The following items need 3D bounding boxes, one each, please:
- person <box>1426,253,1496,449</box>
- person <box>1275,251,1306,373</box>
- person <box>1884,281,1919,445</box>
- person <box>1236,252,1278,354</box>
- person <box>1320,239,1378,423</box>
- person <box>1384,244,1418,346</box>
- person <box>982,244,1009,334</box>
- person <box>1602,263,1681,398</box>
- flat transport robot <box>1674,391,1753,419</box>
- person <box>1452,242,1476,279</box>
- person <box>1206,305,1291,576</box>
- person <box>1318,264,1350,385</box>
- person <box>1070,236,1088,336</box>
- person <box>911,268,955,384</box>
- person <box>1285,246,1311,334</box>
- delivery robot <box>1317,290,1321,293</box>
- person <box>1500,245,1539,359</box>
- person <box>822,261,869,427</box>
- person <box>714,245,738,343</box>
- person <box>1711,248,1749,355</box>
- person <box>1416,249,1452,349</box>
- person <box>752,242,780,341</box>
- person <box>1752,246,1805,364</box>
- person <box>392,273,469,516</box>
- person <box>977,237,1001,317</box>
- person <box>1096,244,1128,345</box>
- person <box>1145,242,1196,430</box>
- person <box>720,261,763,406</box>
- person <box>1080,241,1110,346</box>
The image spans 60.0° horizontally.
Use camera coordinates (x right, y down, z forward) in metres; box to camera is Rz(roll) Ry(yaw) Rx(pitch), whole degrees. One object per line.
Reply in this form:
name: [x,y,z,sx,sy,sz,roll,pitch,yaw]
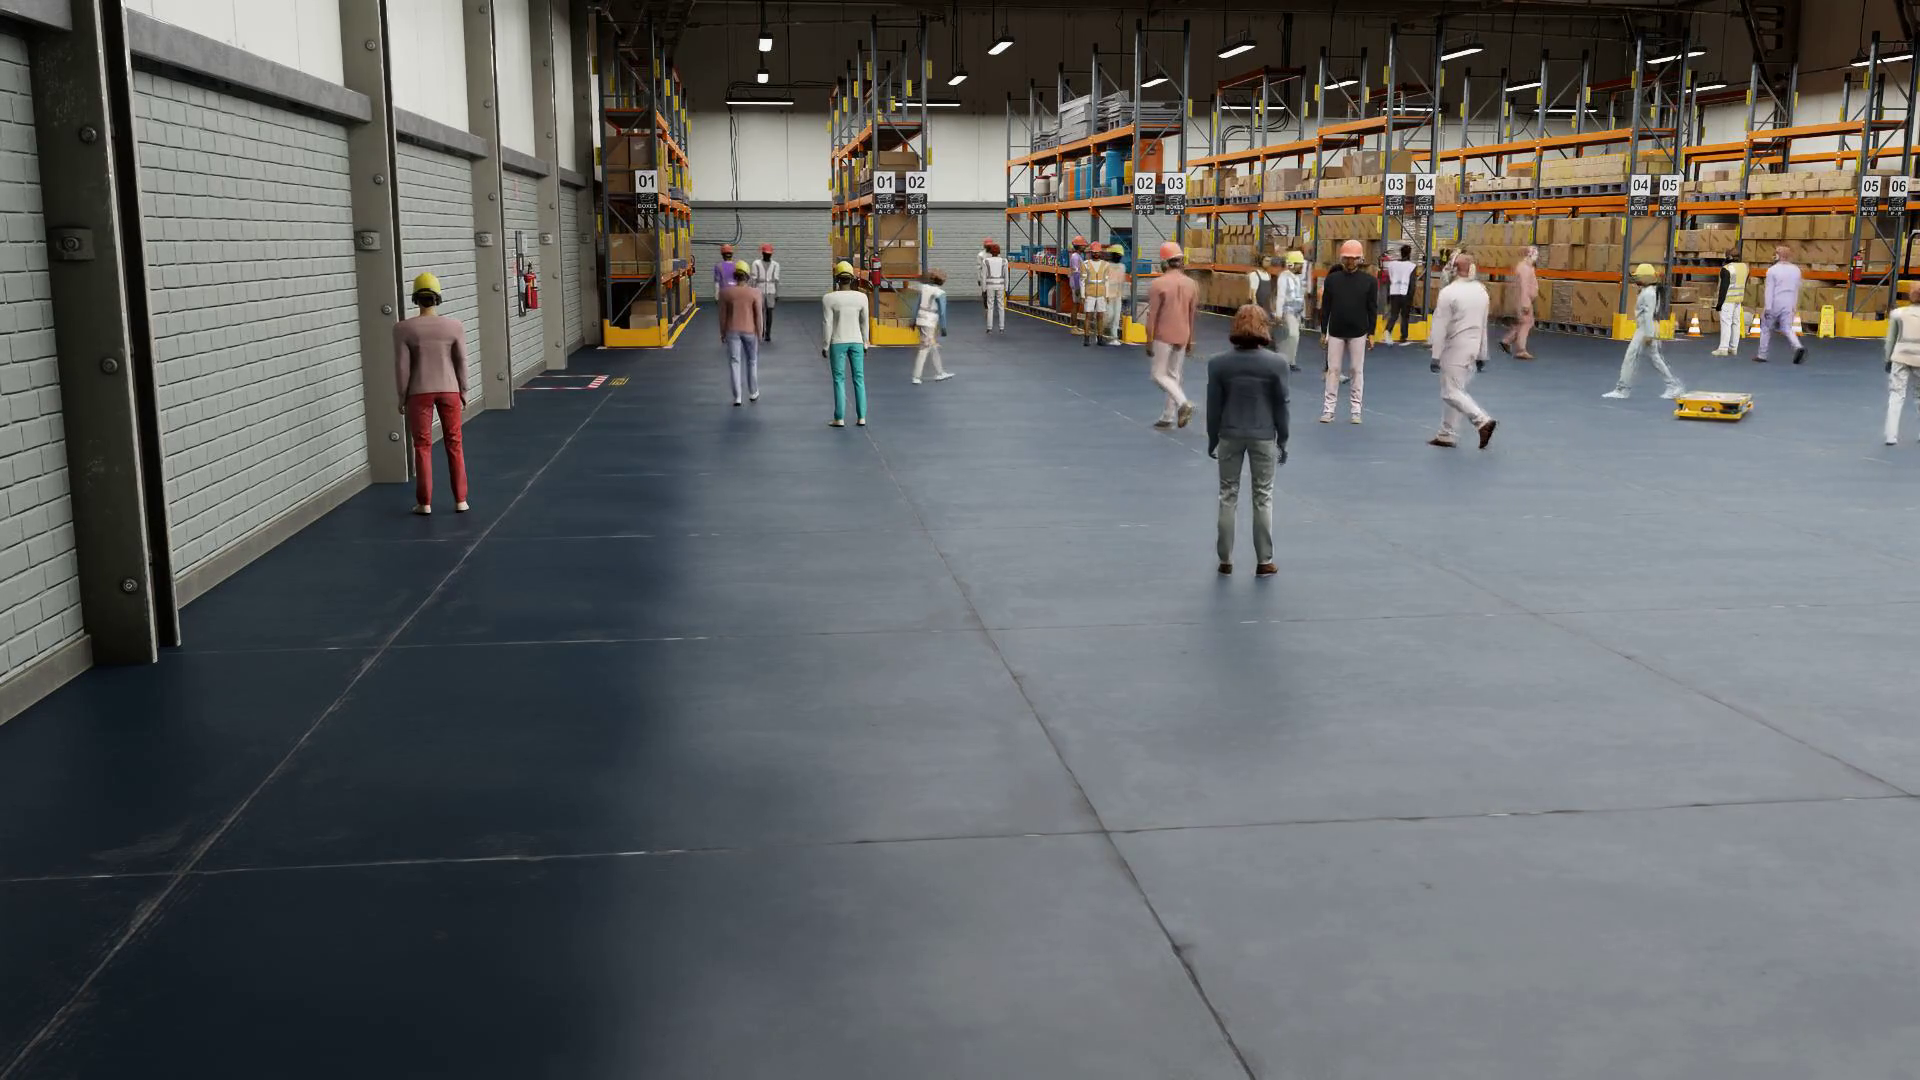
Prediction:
person: [4.803,-1.781,15.836,0.670,1.878,0.794,-8,13,-36]
person: [4.992,-3.380,24.749,0.635,1.807,0.622,8,13,38]
person: [9.359,-1.733,16.318,0.536,1.596,0.784,9,14,42]
person: [4.647,-3.581,25.927,0.524,1.800,0.982,-8,13,-37]
person: [4.222,-2.264,18.128,0.608,1.995,0.383,4,11,20]
person: [8.153,-4.538,30.882,0.598,1.898,0.663,9,13,39]
person: [0.736,-5.260,34.864,0.574,1.883,0.355,-1,10,-8]
person: [8.654,-2.620,20.898,0.890,1.703,0.497,4,11,23]
flat transport robot: [8.567,-1.538,18.879,0.652,0.197,1.431,6,12,31]
person: [8.622,-4.170,28.781,0.457,1.930,0.640,-3,11,-17]
person: [1.726,-0.581,9.972,0.508,1.627,0.463,3,11,18]
person: [5.219,-2.971,22.941,0.533,1.644,0.875,-4,11,-19]
person: [2.450,-5.231,34.266,0.379,2.041,0.616,1,10,5]
person: [-0.379,-2.949,22.984,0.730,1.591,0.561,-6,12,-31]
person: [7.062,-5.217,34.736,0.585,1.852,0.926,-2,11,-13]
delivery robot: [10.936,-7.287,49.362,0.707,0.478,0.477,-1,10,-8]
person: [9.338,-3.941,27.627,0.504,1.886,0.640,4,11,22]
person: [-1.231,-2.091,17.810,0.528,1.767,0.330,-4,11,-22]
person: [-4.327,-4.609,31.320,0.549,1.885,0.998,-4,11,-23]
person: [13.218,-4.090,28.568,0.627,1.843,0.429,-6,12,-30]
person: [8.799,-4.326,29.929,0.973,1.827,0.525,7,12,33]
person: [-3.790,-4.838,32.454,0.567,1.916,0.426,-2,11,-11]
person: [13.216,-3.777,26.753,0.649,1.874,0.855,-3,11,-14]
person: [-3.852,-1.059,12.155,0.522,1.769,0.311,-5,11,-25]
person: [0.754,-6.613,41.892,0.646,2.023,0.602,-2,11,-10]
person: [2.851,-4.592,31.178,0.591,1.898,0.500,-8,13,-37]
person: [2.232,-2.104,17.306,0.621,1.980,0.683,-7,12,-32]
person: [-2.649,-2.513,20.233,0.539,1.718,0.891,0,10,0]
person: [2.515,-4.565,30.899,0.552,1.936,0.358,-1,10,-8]
